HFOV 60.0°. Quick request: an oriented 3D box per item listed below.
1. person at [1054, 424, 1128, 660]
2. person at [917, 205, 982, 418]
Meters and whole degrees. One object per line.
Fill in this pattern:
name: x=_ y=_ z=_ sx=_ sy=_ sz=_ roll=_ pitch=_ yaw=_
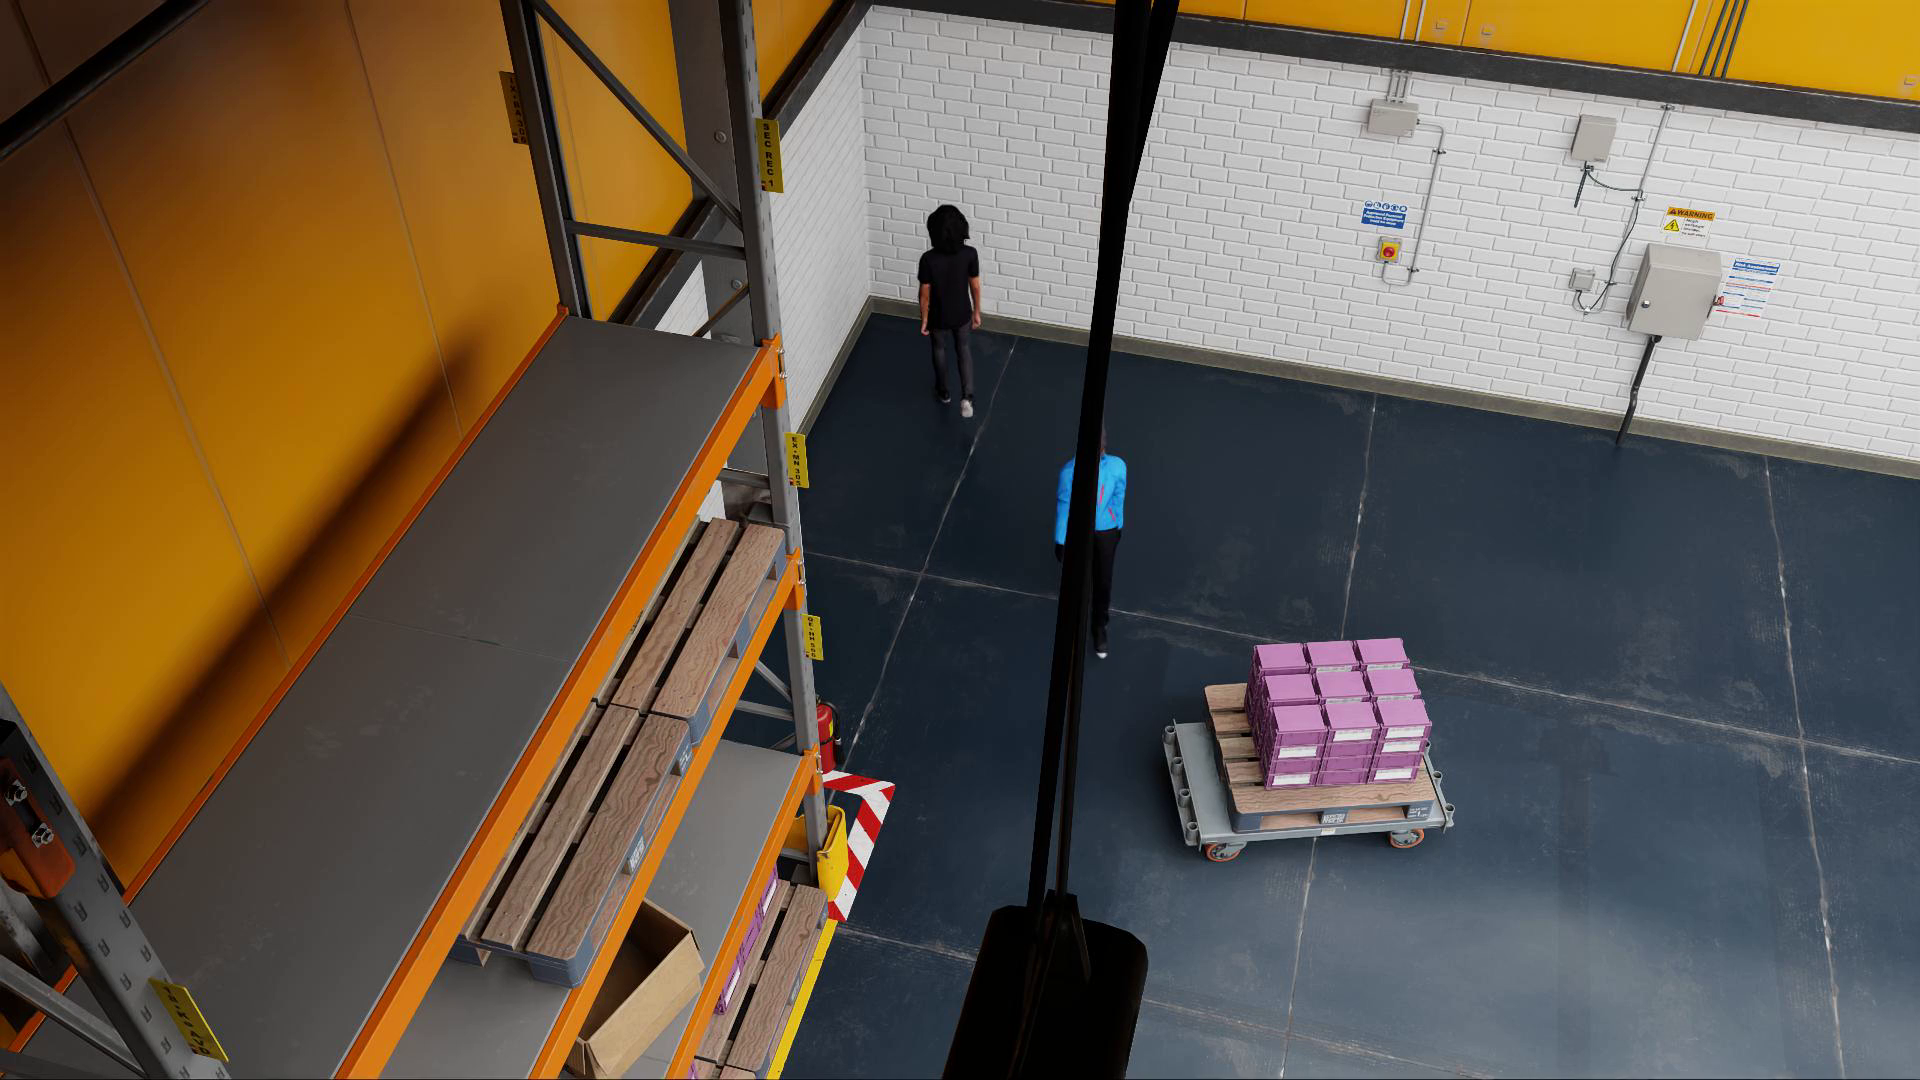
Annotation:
person: x=0.860 y=-0.146 z=11.150 sx=0.787 sy=1.767 sz=1.003 roll=0 pitch=44 yaw=0
person: x=-0.070 y=-1.705 z=12.751 sx=0.876 sy=1.816 sz=1.021 roll=-9 pitch=44 yaw=-9
